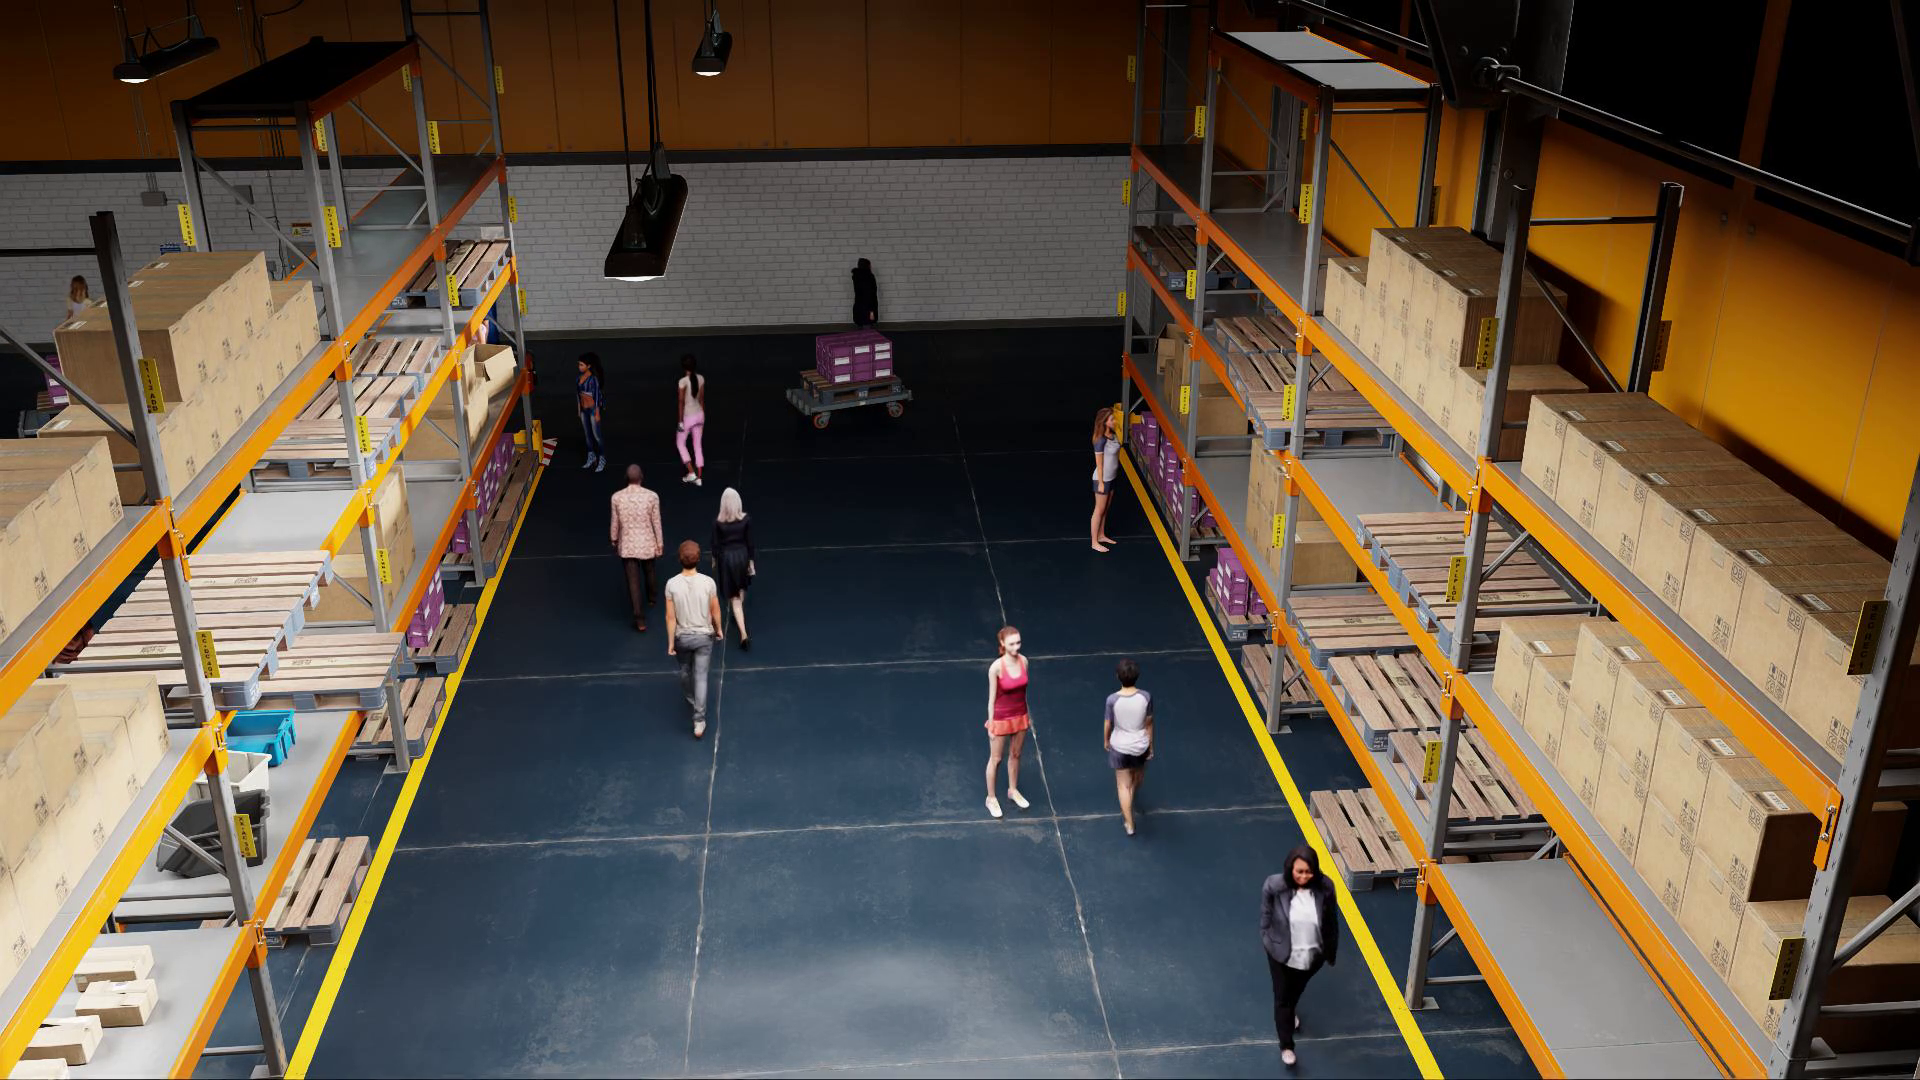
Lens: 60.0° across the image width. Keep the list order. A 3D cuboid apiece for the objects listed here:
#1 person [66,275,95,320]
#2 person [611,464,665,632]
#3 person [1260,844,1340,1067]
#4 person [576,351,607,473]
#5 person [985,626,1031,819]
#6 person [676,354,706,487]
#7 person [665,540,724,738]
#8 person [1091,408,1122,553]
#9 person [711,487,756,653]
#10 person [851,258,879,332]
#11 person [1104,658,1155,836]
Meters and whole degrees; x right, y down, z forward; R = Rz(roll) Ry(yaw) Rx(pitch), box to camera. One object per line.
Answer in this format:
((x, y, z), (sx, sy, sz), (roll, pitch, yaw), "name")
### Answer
((-13.139, -3.063, 24.947), (0.938, 1.659, 1.251), (7, 25, 15), "person")
((-3.404, 0.109, 17.551), (0.788, 1.770, 1.148), (-5, 24, -12), "person")
((2.351, 2.807, 11.639), (0.658, 1.562, 0.975), (-2, 24, -5), "person")
((-4.852, -1.692, 21.866), (0.691, 1.615, 0.744), (17, 29, 34), "person")
((0.421, 1.534, 14.315), (0.646, 1.752, 0.663), (-14, 27, -28), "person")
((-3.377, -1.512, 21.315), (0.778, 1.725, 0.730), (21, 31, 39), "person")
((-2.480, 0.958, 15.505), (0.739, 1.854, 1.131), (-4, 24, -9), "person")
((1.688, -0.729, 19.511), (0.744, 1.735, 0.649), (12, 26, 25), "person")
((-2.297, 0.333, 17.106), (0.788, 1.716, 1.076), (-11, 26, -23), "person")
((-1.504, -3.627, 26.222), (0.822, 1.671, 0.710), (-11, 26, -23), "person")
((1.439, 1.773, 14.045), (0.569, 1.530, 0.935), (-1, 24, -2), "person")
